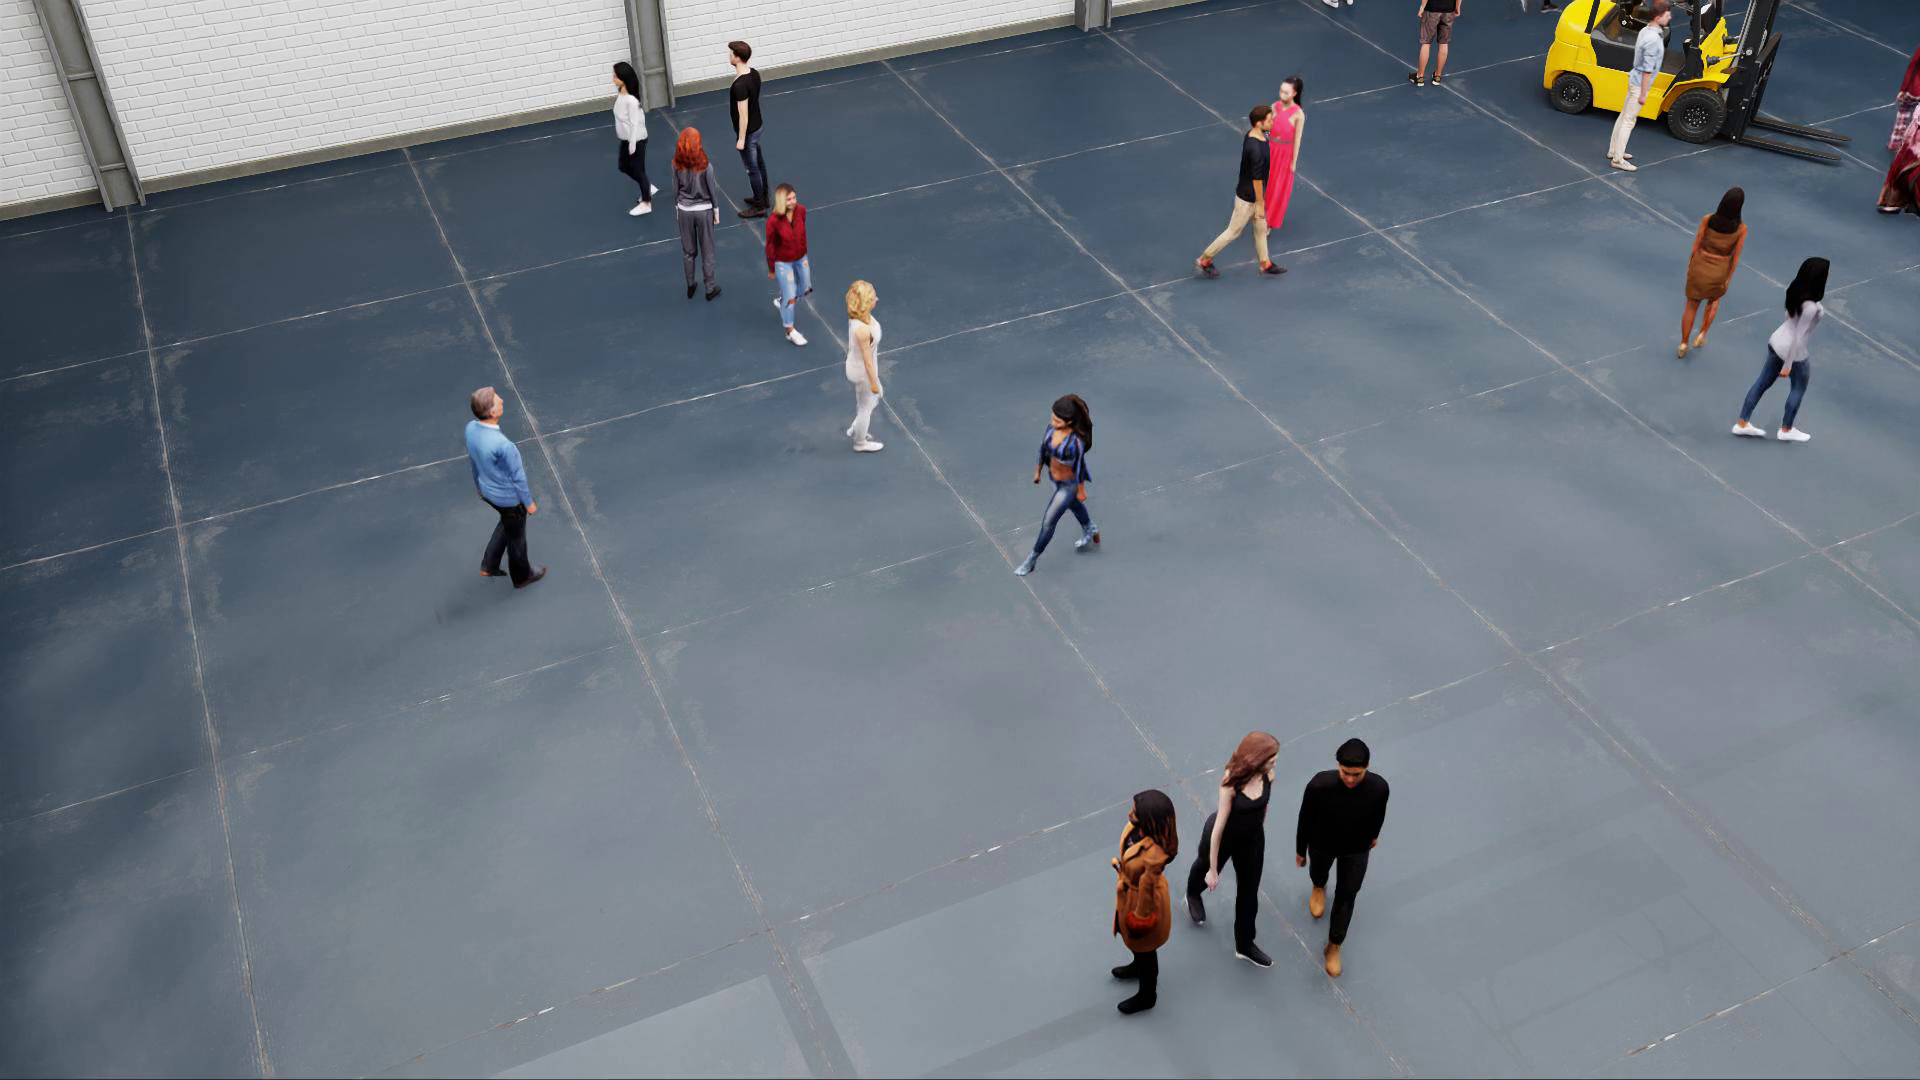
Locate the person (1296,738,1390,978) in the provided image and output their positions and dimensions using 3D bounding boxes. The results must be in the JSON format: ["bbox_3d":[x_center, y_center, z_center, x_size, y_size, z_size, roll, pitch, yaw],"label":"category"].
[{"bbox_3d":[2.289,1.737,10.020,1.084,1.686,1.076,6,39,8],"label":"person"}]

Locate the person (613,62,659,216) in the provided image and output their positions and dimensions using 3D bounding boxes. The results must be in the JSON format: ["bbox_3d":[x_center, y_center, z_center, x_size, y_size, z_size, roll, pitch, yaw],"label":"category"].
[{"bbox_3d":[-3.353,-4.231,17.487,0.661,1.693,0.652,-20,43,-23],"label":"person"}]

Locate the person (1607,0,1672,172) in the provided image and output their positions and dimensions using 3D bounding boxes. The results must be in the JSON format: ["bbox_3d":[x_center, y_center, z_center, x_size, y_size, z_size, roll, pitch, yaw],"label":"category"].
[{"bbox_3d":[7.502,-5.039,18.376,0.764,1.847,0.733,8,39,10],"label":"person"}]

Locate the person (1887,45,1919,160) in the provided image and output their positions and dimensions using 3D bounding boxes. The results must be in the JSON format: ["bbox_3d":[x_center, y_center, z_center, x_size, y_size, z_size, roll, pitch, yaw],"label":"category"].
[{"bbox_3d":[10.651,-4.936,18.377,0.909,1.684,0.969,13,40,16],"label":"person"}]

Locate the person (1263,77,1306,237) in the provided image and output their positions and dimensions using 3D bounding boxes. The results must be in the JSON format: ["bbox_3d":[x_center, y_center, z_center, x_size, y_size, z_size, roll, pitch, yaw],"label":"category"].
[{"bbox_3d":[3.339,-3.959,17.130,0.773,1.714,0.880,27,46,30],"label":"person"}]

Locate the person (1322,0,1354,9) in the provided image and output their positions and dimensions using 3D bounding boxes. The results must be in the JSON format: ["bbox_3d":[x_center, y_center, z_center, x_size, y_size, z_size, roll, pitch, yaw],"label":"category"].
[{"bbox_3d":[5.172,-8.054,22.149,0.533,1.850,0.740,-11,40,-13],"label":"person"}]

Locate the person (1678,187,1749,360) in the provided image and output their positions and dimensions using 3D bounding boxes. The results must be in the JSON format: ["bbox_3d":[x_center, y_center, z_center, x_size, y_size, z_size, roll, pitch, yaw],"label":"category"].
[{"bbox_3d":[6.832,-2.401,15.211,0.710,1.675,0.770,17,42,20],"label":"person"}]

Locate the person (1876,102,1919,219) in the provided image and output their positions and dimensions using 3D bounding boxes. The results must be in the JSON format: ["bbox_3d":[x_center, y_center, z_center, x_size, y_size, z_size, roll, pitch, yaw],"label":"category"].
[{"bbox_3d":[10.137,-4.126,17.416,0.887,1.618,0.827,4,39,6],"label":"person"}]

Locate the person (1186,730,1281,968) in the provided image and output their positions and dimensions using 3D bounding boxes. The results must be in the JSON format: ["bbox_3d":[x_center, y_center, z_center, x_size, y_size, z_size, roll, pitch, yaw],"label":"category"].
[{"bbox_3d":[1.594,1.728,10.021,0.915,1.700,0.740,-15,41,-18],"label":"person"}]

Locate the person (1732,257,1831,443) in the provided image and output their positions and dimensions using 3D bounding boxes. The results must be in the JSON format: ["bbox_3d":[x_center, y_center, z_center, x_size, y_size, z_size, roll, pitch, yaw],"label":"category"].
[{"bbox_3d":[6.949,-1.610,14.191,0.978,1.712,0.863,3,39,4],"label":"person"}]

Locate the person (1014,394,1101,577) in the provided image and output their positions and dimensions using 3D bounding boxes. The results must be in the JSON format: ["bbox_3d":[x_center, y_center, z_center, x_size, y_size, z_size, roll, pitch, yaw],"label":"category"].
[{"bbox_3d":[0.867,-0.460,12.864,1.106,1.571,0.754,-21,43,-24],"label":"person"}]

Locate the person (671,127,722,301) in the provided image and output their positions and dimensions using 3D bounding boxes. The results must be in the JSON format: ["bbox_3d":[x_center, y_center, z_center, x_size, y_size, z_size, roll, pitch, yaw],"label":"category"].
[{"bbox_3d":[-2.550,-3.136,16.048,0.634,1.779,0.730,5,39,6],"label":"person"}]

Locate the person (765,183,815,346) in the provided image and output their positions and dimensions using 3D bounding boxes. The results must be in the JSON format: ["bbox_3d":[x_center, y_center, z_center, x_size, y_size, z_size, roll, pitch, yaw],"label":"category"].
[{"bbox_3d":[-1.636,-2.621,15.531,0.833,1.620,0.833,-31,48,-33],"label":"person"}]

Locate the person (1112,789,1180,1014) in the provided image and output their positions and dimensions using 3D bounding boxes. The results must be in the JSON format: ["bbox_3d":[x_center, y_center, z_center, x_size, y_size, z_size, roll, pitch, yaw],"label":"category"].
[{"bbox_3d":[1.052,2.069,9.575,0.720,1.724,0.756,-4,39,-5],"label":"person"}]

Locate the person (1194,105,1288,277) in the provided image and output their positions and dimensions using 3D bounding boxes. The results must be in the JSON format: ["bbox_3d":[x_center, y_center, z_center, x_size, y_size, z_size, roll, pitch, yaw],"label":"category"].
[{"bbox_3d":[2.740,-3.373,16.314,1.267,1.818,1.071,5,39,6],"label":"person"}]

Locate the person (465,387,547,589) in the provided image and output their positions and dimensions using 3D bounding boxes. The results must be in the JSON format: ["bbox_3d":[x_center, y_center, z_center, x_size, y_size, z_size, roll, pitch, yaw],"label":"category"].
[{"bbox_3d":[-3.503,-0.335,12.520,0.790,1.804,0.860,31,48,33],"label":"person"}]

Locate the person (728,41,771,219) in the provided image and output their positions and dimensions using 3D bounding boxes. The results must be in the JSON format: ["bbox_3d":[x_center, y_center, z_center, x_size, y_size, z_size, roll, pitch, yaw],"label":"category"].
[{"bbox_3d":[-2.205,-4.299,17.410,0.765,1.896,0.749,6,39,8],"label":"person"}]

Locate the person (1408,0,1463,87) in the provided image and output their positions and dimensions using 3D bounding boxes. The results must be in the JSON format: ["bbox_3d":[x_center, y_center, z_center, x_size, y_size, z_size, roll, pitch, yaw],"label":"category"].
[{"bbox_3d":[5.796,-6.418,20.091,0.652,1.863,0.810,-3,39,-4],"label":"person"}]

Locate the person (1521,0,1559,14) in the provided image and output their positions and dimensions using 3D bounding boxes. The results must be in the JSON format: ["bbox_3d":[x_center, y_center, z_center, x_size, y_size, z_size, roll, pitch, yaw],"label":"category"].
[{"bbox_3d":[7.772,-7.725,21.913,0.942,1.631,0.610,-13,40,-15],"label":"person"}]

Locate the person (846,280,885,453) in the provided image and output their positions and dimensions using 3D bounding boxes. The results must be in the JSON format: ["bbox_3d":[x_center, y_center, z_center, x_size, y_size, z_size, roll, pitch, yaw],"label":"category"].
[{"bbox_3d":[-0.893,-1.447,14.028,0.656,1.660,0.677,-6,39,-8],"label":"person"}]
